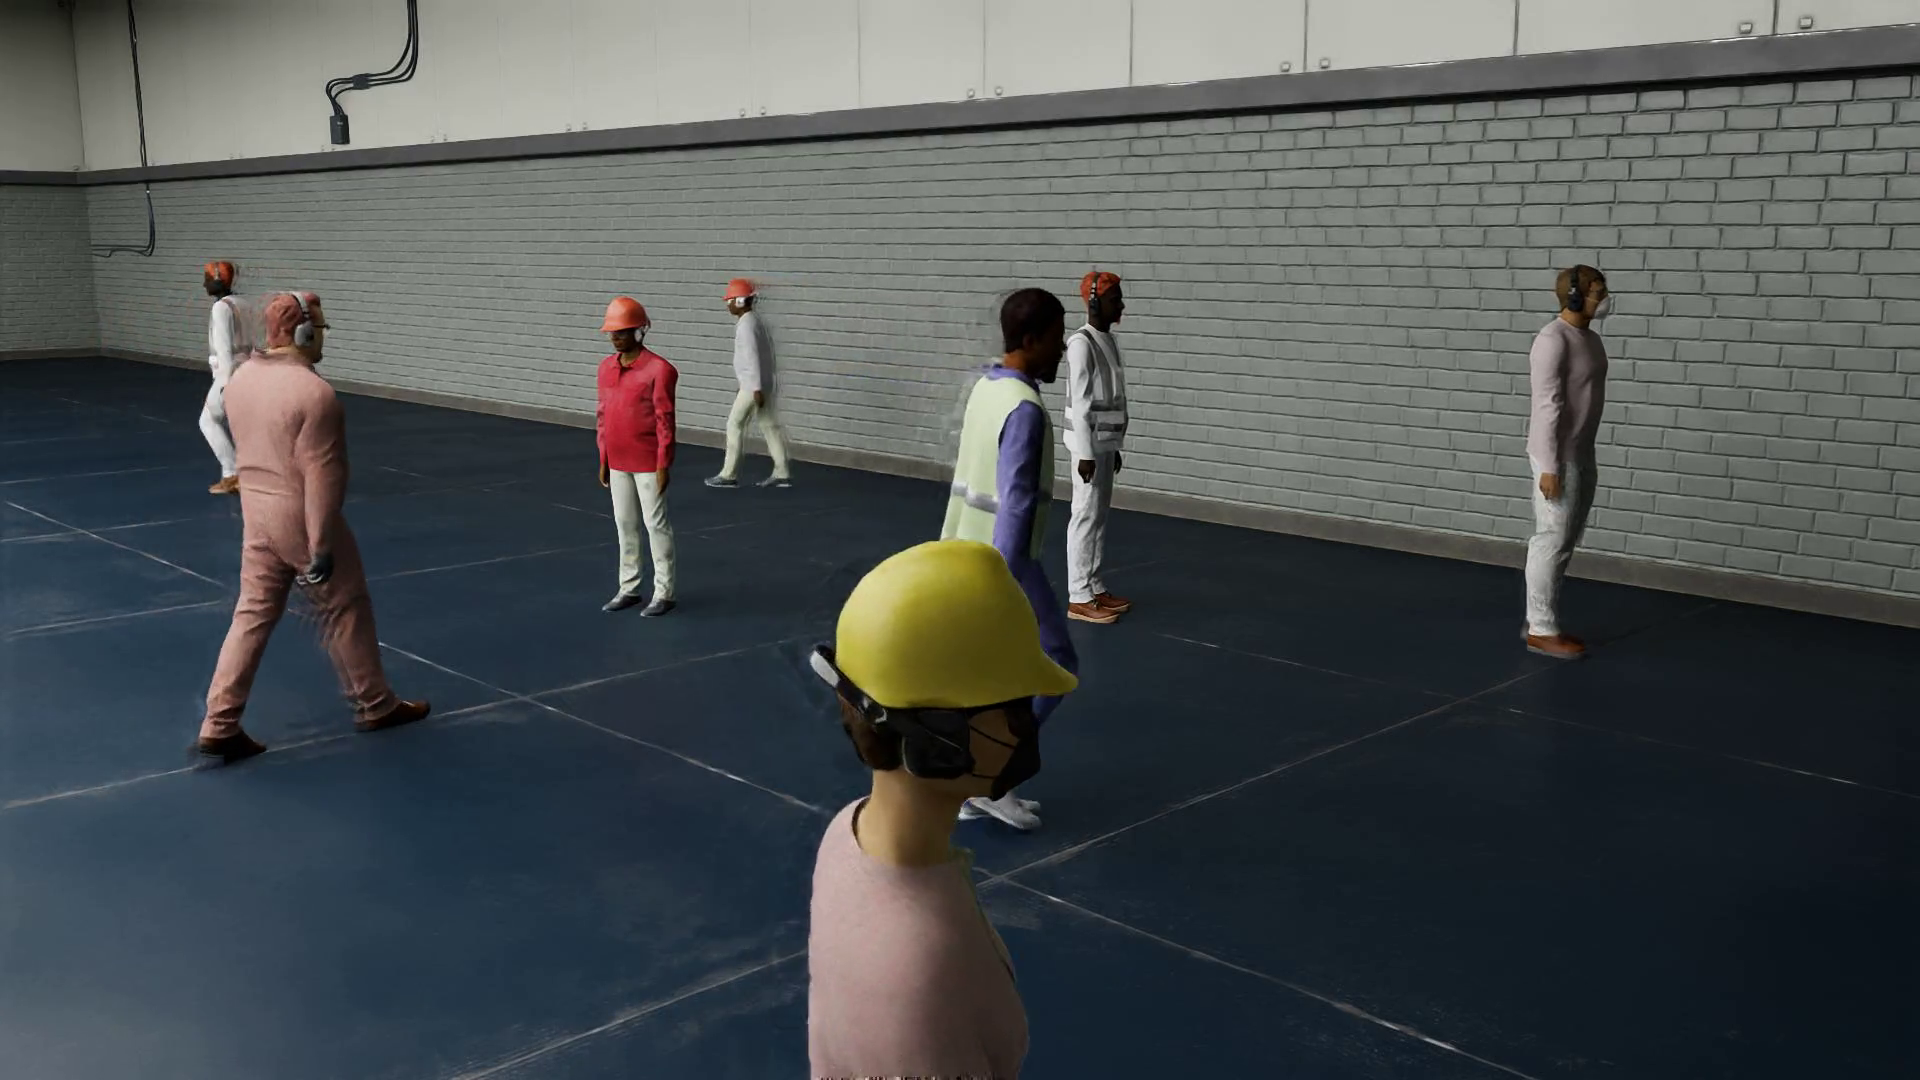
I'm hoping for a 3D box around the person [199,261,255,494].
[{"bbox_3d":[-5.887,-1.282,13.298,0.524,1.867,0.615,-1,10,-5],"label":"person"}]

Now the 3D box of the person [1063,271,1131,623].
[{"bbox_3d":[0.747,-0.503,9.020,0.354,1.883,0.576,4,11,19],"label":"person"}]

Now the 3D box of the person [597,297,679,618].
[{"bbox_3d":[-1.785,-0.451,9.101,0.565,1.745,0.348,7,13,34],"label":"person"}]

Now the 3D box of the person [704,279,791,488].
[{"bbox_3d":[-1.781,-1.277,13.691,0.794,1.709,0.567,1,10,3],"label":"person"}]

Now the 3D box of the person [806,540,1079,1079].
[{"bbox_3d":[-0.004,0.867,1.894,0.656,1.748,0.523,-1,10,-4],"label":"person"}]

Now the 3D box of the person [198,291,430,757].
[{"bbox_3d":[-2.681,-0.063,6.699,0.650,1.866,0.982,6,12,30],"label":"person"}]

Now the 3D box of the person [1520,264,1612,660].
[{"bbox_3d":[3.006,-0.383,8.280,0.494,1.945,0.647,8,13,37],"label":"person"}]

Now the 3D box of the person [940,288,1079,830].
[{"bbox_3d":[0.182,0.081,5.790,0.478,1.899,0.612,-3,11,-16],"label":"person"}]
